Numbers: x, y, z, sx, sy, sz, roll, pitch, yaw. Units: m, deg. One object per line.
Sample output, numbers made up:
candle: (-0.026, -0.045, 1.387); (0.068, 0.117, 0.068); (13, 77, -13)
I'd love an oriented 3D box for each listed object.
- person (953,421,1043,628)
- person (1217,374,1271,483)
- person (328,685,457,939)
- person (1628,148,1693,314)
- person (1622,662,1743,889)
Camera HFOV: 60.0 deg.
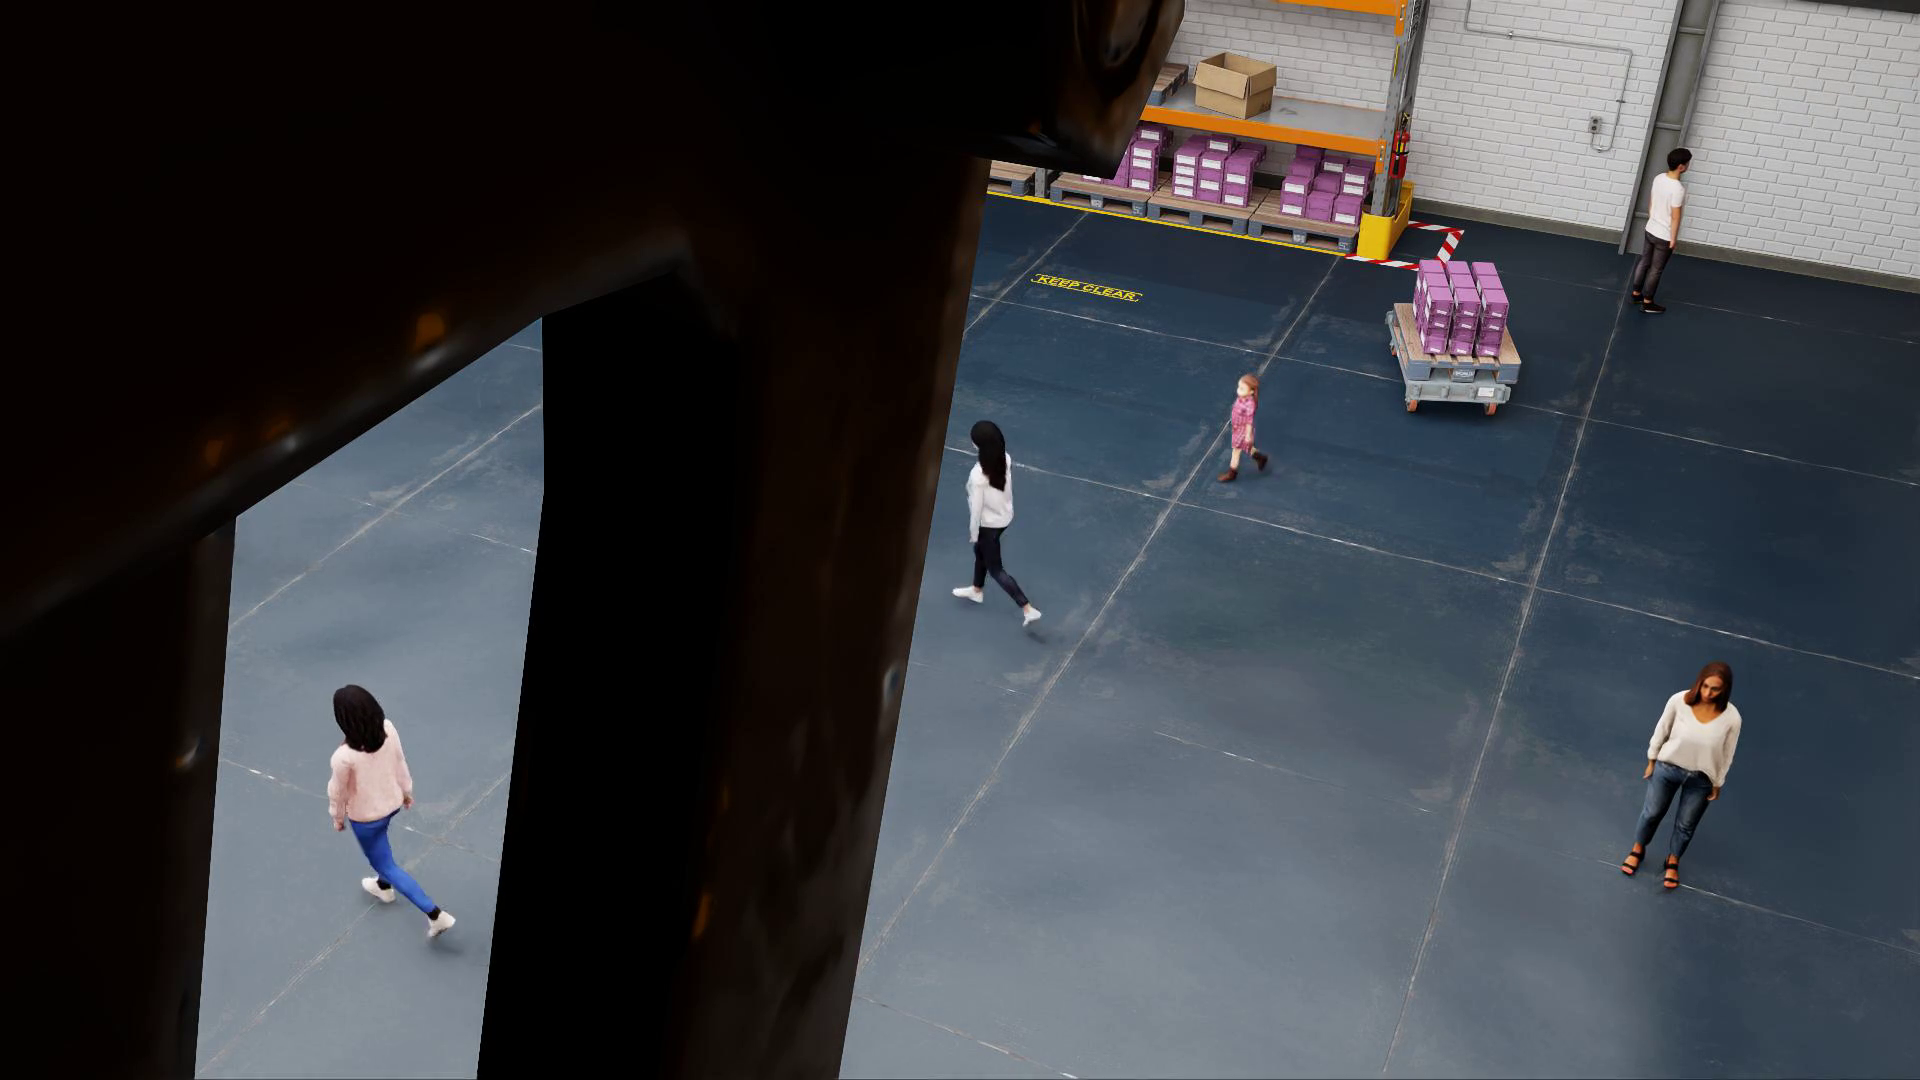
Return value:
person: (0.317, -0.090, 12.397); (1.106, 1.665, 0.733); (20, 39, 27)
person: (2.475, -0.970, 14.310); (0.742, 1.014, 0.631); (-6, 34, -9)
person: (-3.363, 1.632, 9.742); (1.102, 1.737, 0.673); (16, 37, 23)
person: (7.165, -3.177, 16.990); (0.729, 1.722, 0.705); (-6, 34, -9)
person: (4.425, 1.409, 10.127); (0.501, 1.682, 0.693); (18, 37, 24)
